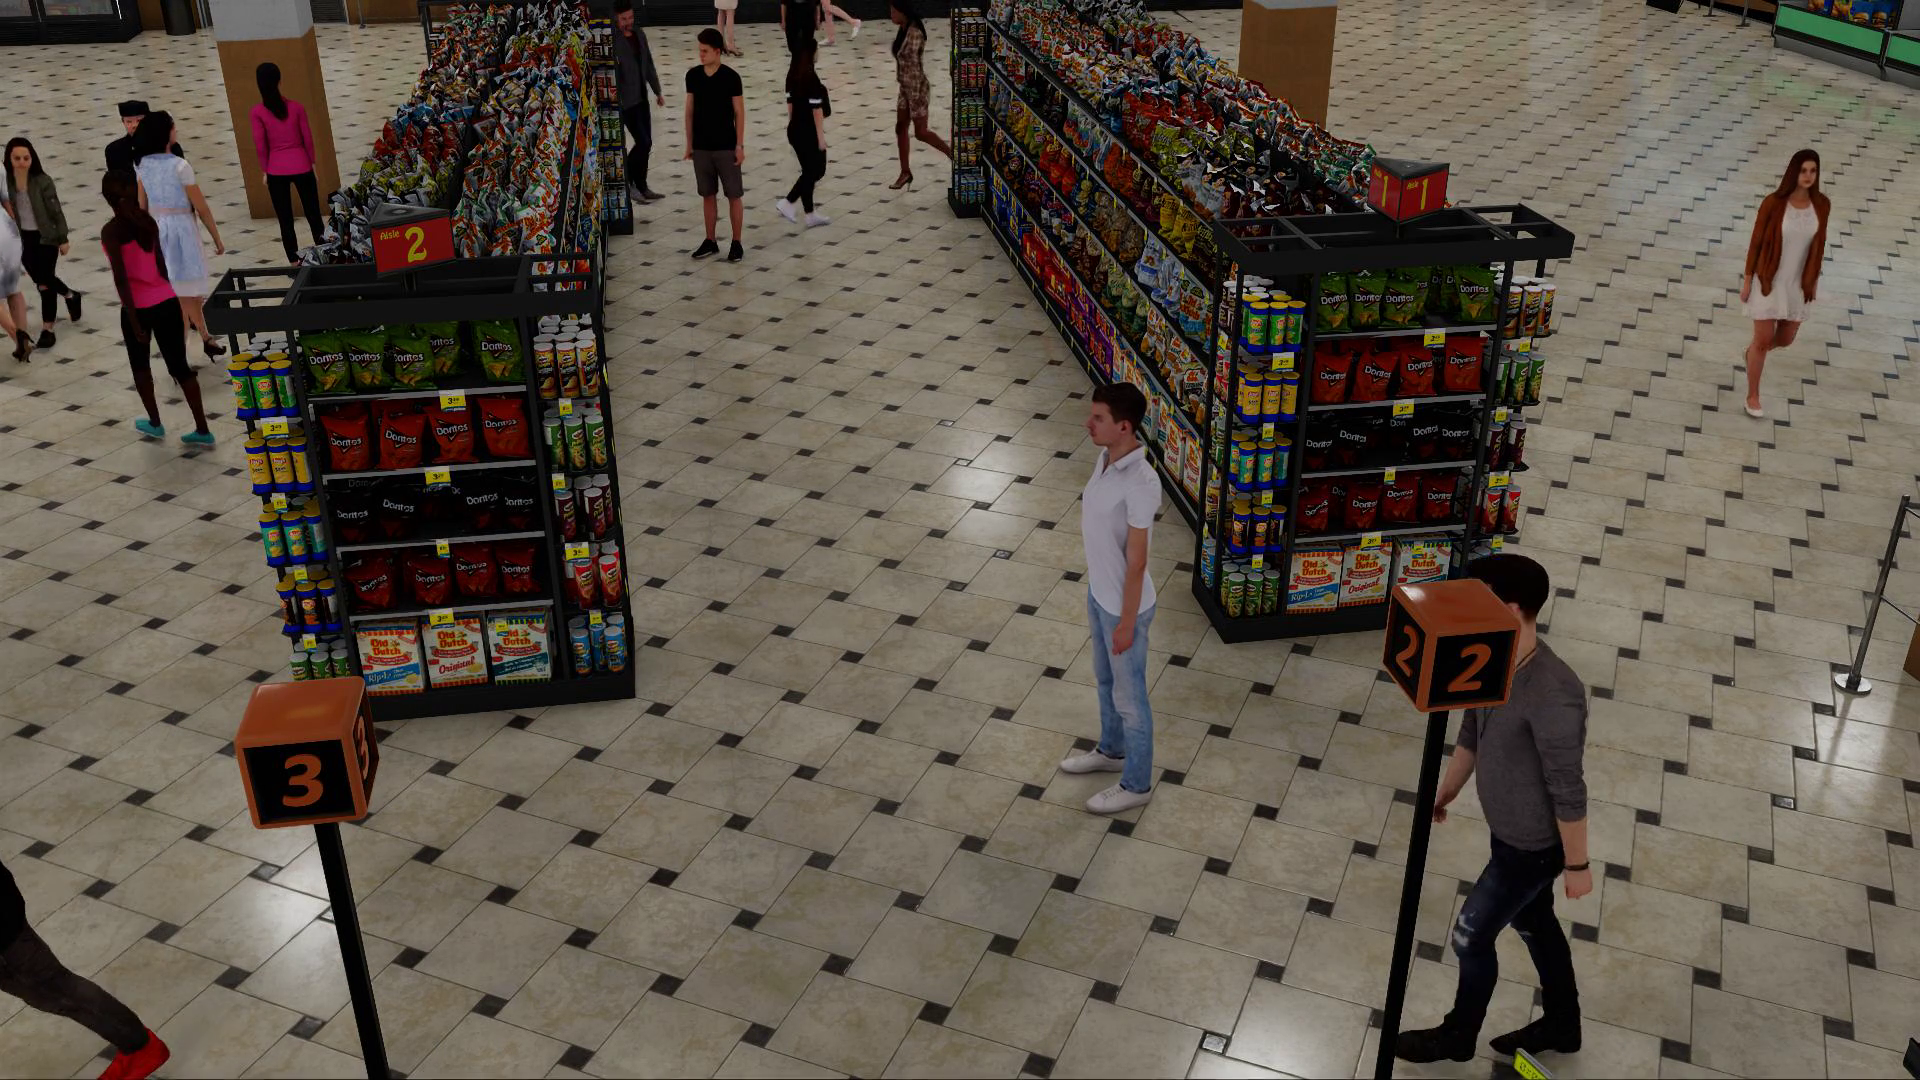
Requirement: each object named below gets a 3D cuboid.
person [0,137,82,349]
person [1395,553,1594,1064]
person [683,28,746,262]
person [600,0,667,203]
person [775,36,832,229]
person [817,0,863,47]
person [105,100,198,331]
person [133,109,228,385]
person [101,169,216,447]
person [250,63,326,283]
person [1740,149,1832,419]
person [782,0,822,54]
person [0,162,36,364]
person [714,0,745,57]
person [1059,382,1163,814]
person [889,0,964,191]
[{"bbox_3d":[-6.570,-2.149,11.880,0.658,1.450,0.989,0,27,-1],"label":"person"},{"bbox_3d":[1.896,0.950,5.321,0.878,1.853,0.921,-3,27,-6],"label":"person"},{"bbox_3d":[-1.970,-3.222,13.541,0.772,1.860,0.763,8,28,16],"label":"person"},{"bbox_3d":[-3.020,-3.941,14.975,0.956,1.847,0.843,10,28,18],"label":"person"},{"bbox_3d":[-1.370,-3.466,14.279,0.882,1.628,0.855,-24,35,-39],"label":"person"},{"bbox_3d":[-1.650,-7.410,21.944,0.678,1.729,0.768,-5,27,-11],"label":"person"},{"bbox_3d":[-5.771,-2.323,11.977,0.727,1.671,0.674,-9,28,-17],"label":"person"},{"bbox_3d":[-5.223,-1.877,10.976,0.882,1.782,1.027,8,28,15],"label":"person"},{"bbox_3d":[-4.835,-1.345,10.043,0.933,1.676,0.893,12,29,22],"label":"person"},{"bbox_3d":[-5.246,-2.869,13.024,0.642,1.699,0.641,-13,29,-23],"label":"person"},{"bbox_3d":[5.223,-1.666,10.646,0.743,1.704,0.940,1,27,3],"label":"person"},{"bbox_3d":[-1.844,-6.118,19.426,0.740,1.701,0.954,2,27,3],"label":"person"},{"bbox_3d":[-6.509,-1.994,11.258,0.893,1.736,0.827,19,32,32],"label":"person"},{"bbox_3d":[-3.020,-7.133,21.392,0.751,1.735,0.653,-21,34,-36],"label":"person"},{"bbox_3d":[0.658,0.232,6.741,0.706,1.851,0.493,-6,28,-12],"label":"person"},{"bbox_3d":[-0.345,-4.121,15.424,0.821,1.761,0.970,-13,30,-24],"label":"person"}]
